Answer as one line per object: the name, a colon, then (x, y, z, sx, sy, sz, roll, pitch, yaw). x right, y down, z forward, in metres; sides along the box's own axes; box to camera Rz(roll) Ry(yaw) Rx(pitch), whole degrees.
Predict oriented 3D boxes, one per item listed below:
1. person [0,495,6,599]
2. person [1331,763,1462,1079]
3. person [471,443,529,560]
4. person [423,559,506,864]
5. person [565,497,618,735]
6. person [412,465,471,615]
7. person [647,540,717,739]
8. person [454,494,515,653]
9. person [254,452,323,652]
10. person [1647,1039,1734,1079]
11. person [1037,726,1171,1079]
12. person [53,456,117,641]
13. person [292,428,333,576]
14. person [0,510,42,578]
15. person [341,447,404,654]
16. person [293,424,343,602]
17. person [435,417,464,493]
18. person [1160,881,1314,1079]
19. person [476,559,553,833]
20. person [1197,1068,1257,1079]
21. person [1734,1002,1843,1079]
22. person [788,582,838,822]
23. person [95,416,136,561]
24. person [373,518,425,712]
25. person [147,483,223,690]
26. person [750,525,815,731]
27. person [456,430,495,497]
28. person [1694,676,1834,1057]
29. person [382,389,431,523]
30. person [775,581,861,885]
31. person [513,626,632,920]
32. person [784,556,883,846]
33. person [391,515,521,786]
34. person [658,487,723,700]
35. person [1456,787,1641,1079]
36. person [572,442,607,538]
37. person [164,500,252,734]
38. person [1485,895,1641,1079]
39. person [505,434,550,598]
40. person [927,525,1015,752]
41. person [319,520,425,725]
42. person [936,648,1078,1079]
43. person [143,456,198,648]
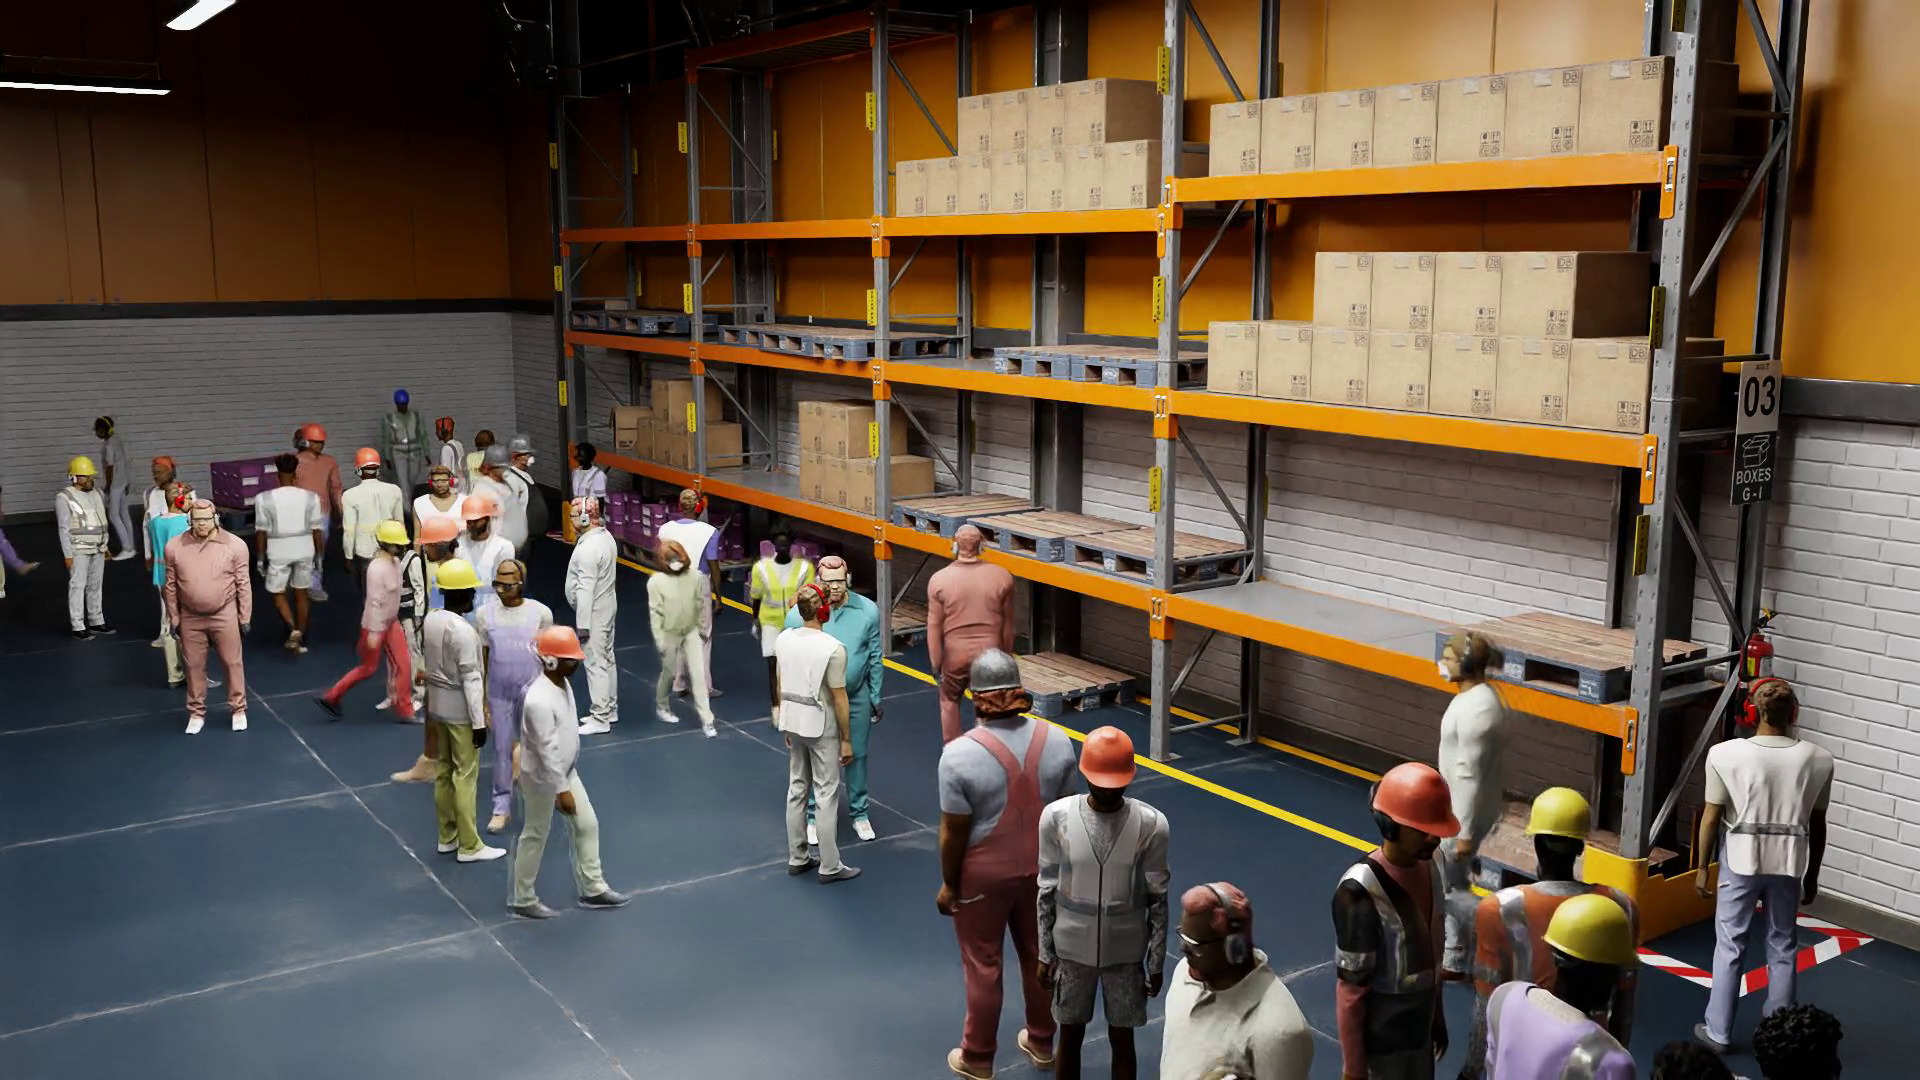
person: (-10.848, -0.142, 18.443, 0.498, 1.633, 0.282, 3, 10, 15)
person: (1.592, 1.779, 6.027, 0.612, 2.029, 0.407, -10, 14, -44)
person: (-4.561, 0.026, 16.264, 0.671, 2.000, 0.693, -1, 10, -4)
person: (-3.148, 1.070, 10.472, 0.370, 1.927, 0.588, -9, 13, -42)
person: (-2.952, 0.600, 13.318, 0.399, 1.900, 0.644, 0, 10, 2)
person: (-4.895, 0.198, 15.823, 0.570, 1.844, 0.379, -3, 10, -18)
person: (-2.252, 0.758, 13.325, 0.542, 1.577, 0.827, -7, 12, -35)
person: (-3.803, 0.592, 13.242, 0.546, 1.939, 0.375, 0, 10, 1)
person: (-6.375, 0.142, 15.852, 0.628, 1.948, 0.551, -7, 12, -34)
person: (1.985, 2.209, 4.563, 0.557, 1.682, 0.514, -1, 10, -8)
person: (0.586, 1.691, 6.849, 0.549, 1.925, 0.387, 1, 10, 7)
person: (-8.703, 0.076, 16.581, 0.403, 1.830, 0.598, 2, 10, 13)
person: (-7.596, -0.397, 19.363, 0.540, 1.828, 0.453, -6, 12, -33)
person: (-11.357, -0.370, 19.349, 1.016, 1.779, 0.507, -3, 10, -20)
person: (-5.602, 0.110, 15.902, 0.610, 1.996, 0.384, -9, 13, -42)
person: (-7.076, -0.295, 18.347, 0.756, 1.966, 0.654, 8, 13, 40)
person: (-6.164, -0.554, 20.157, 0.367, 1.879, 0.577, 0, 10, -1)
person: (0.809, 1.984, 5.219, 0.400, 1.895, 0.654, -4, 11, -23)
person: (-2.925, 1.025, 10.983, 0.507, 1.842, 0.339, -1, 10, -3)
person: (0.492, 2.156, 4.317, 0.937, 1.877, 0.673, 6, 11, 30)
person: (2.345, 2.148, 4.815, 0.320, 1.695, 0.538, -2, 10, -9)
person: (-1.010, 1.085, 11.242, 0.279, 1.633, 0.498, -3, 10, -17)
person: (-10.640, -0.668, 20.981, 0.314, 1.836, 0.688, -3, 10, -15)
person: (-4.695, 0.629, 13.904, 0.524, 1.639, 0.308, 4, 11, 24)
person: (-6.827, 0.419, 14.555, 0.563, 1.837, 0.388, 4, 11, 24)
person: (-1.429, 0.682, 13.566, 0.547, 1.642, 0.915, -1, 10, -9)
person: (-5.394, -0.342, 19.007, 0.635, 1.842, 0.429, 0, 10, 1)
person: (3.783, 1.562, 7.854, 0.562, 1.837, 0.388, 1, 10, 8)
person: (-8.042, -1.244, 24.105, 0.603, 1.914, 0.945, -6, 12, -33)
person: (-0.888, 1.171, 10.103, 0.564, 1.850, 0.390, 8, 12, 38)
person: (-2.239, 1.340, 9.481, 0.763, 1.720, 0.583, 1, 10, 7)
person: (-0.806, 1.035, 10.777, 0.645, 1.900, 0.399, -3, 10, -16)
person: (-3.548, 0.799, 11.879, 1.036, 1.998, 0.600, -1, 10, -7)
person: (-2.311, 0.472, 14.242, 0.572, 1.838, 0.383, 4, 10, 21)
person: (2.089, 1.836, 6.004, 0.656, 1.919, 0.384, -1, 10, -3)
person: (-4.265, -0.290, 19.149, 0.535, 1.694, 0.319, 7, 12, 36)
person: (-5.983, 0.614, 13.263, 0.634, 1.896, 0.394, -2, 10, -13)
person: (1.828, 1.999, 5.063, 0.401, 1.915, 0.591, -4, 10, -20)
person: (-4.435, -0.082, 16.901, 0.536, 2.000, 0.684, -1, 10, -6)
person: (0.073, 0.818, 12.097, 0.658, 1.881, 0.762, -1, 10, -6)
person: (-4.772, 0.675, 13.429, 0.841, 1.712, 0.537, 1, 10, 7)
person: (0.170, 1.486, 7.696, 0.675, 2.000, 0.537, -5, 11, -26)
person: (-7.675, 0.117, 16.190, 0.579, 1.883, 0.345, 2, 10, 10)
